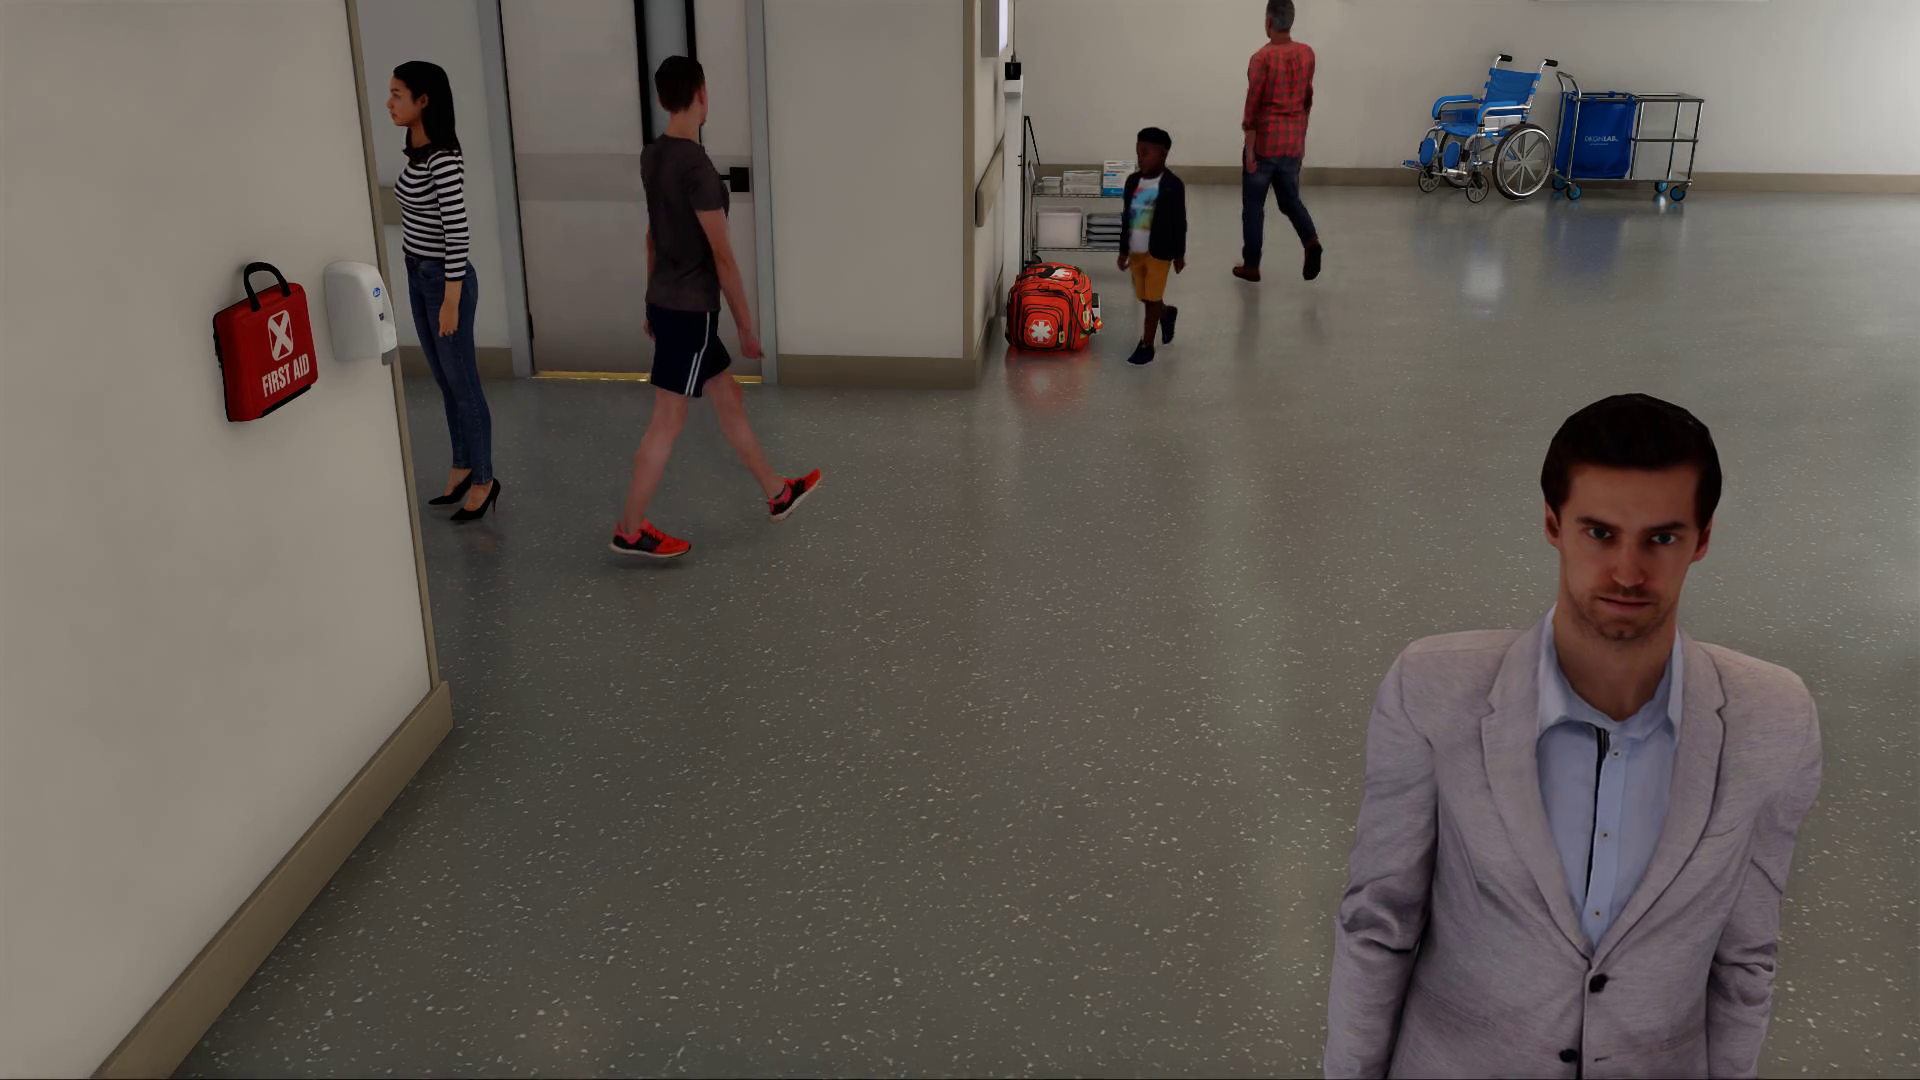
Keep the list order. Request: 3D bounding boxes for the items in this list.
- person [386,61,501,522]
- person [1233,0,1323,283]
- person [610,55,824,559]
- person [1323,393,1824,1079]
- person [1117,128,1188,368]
[{"bbox_3d":[-2.032,-0.962,6.548,0.698,1.797,0.612,-13,25,-31],"label":"person"},{"bbox_3d":[2.077,-2.525,10.678,0.972,1.813,1.141,-9,22,-21],"label":"person"},{"bbox_3d":[-1.090,-0.803,6.141,1.172,1.805,1.213,-10,23,-24],"label":"person"},{"bbox_3d":[0.726,0.705,2.093,0.697,1.853,0.605,4,21,11],"label":"person"},{"bbox_3d":[1.068,-1.596,9.020,0.750,1.248,0.912,13,24,31],"label":"person"}]
